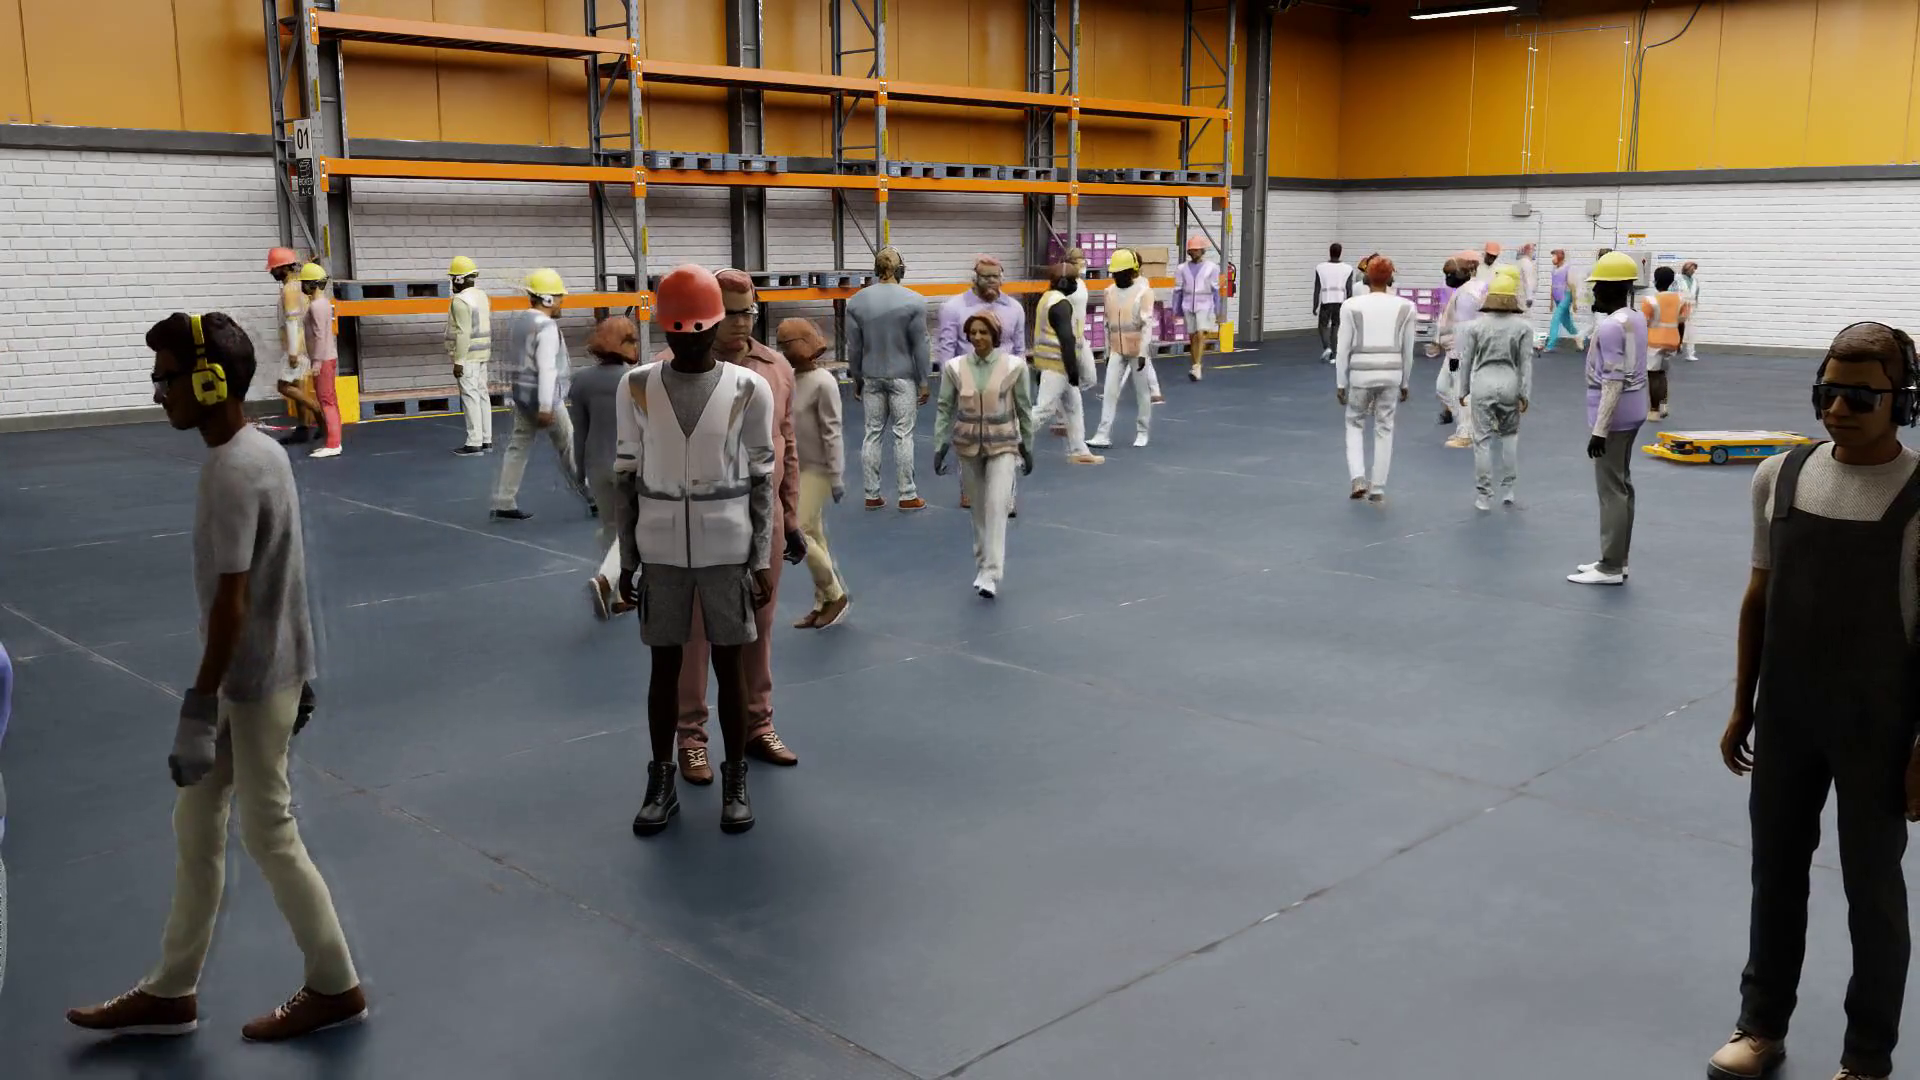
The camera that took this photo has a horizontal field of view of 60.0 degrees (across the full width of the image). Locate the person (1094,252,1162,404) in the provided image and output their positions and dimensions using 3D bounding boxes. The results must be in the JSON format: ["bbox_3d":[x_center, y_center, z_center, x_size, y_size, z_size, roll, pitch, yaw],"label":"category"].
[{"bbox_3d":[2.024,-2.509,19.821,0.955,1.818,0.558,-3,11,-14],"label":"person"}]

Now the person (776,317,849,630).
[{"bbox_3d":[-0.784,-0.324,8.497,0.402,1.612,0.508,-7,12,-33],"label":"person"}]

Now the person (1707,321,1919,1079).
[{"bbox_3d":[2.015,0.420,3.826,0.341,1.839,0.501,-7,12,-33],"label":"person"}]

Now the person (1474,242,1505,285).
[{"bbox_3d":[8.208,-3.681,25.992,0.689,1.916,1.096,3,11,18],"label":"person"}]

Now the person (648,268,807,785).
[{"bbox_3d":[-0.859,-0.056,6.234,0.638,1.902,0.407,-7,13,-35],"label":"person"}]

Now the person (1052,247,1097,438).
[{"bbox_3d":[1.104,-1.944,16.517,0.483,1.911,0.638,6,12,30],"label":"person"}]

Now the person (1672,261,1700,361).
[{"bbox_3d":[11.741,-3.732,27.070,0.519,1.608,0.762,-1,10,-8],"label":"person"}]

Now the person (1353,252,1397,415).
[{"bbox_3d":[4.731,-2.370,19.057,0.531,1.843,0.901,1,10,8],"label":"person"}]

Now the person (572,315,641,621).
[{"bbox_3d":[-1.825,-0.359,8.673,0.503,1.613,0.590,3,11,17],"label":"person"}]

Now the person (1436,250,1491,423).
[{"bbox_3d":[5.465,-2.209,18.085,0.561,1.871,0.979,9,14,41],"label":"person"}]

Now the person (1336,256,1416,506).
[{"bbox_3d":[3.106,-1.184,12.483,0.581,1.869,0.436,1,10,6],"label":"person"}]

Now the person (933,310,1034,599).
[{"bbox_3d":[0.113,-0.471,9.299,0.552,1.598,0.828,3,11,15],"label":"person"}]

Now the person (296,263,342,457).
[{"bbox_3d":[-5.870,-1.640,15.237,0.310,1.768,0.533,-3,11,-13],"label":"person"}]

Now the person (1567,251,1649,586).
[{"bbox_3d":[3.767,-0.696,9.649,0.385,1.928,0.589,7,12,33],"label":"person"}]

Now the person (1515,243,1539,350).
[{"bbox_3d":[9.913,-4.284,29.318,0.635,1.883,0.652,2,11,11],"label":"person"}]

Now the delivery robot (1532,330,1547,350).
[{"bbox_3d":[9.397,-3.370,27.719,0.477,0.478,0.707,-9,14,-40],"label":"delivery robot"}]

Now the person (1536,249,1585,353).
[{"bbox_3d":[10.454,-4.109,28.689,0.914,1.794,0.601,-1,10,-5],"label":"person"}]

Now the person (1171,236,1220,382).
[{"bbox_3d":[3.226,-3.185,23.002,0.642,2.001,1.001,4,11,23],"label":"person"}]

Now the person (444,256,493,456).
[{"bbox_3d":[-4.532,-1.690,15.325,0.404,1.830,0.602,1,10,6],"label":"person"}]

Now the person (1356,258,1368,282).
[{"bbox_3d":[7.159,-4.191,29.538,0.280,1.624,0.493,-2,11,-11],"label":"person"}]

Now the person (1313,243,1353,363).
[{"bbox_3d":[5.914,-3.751,26.378,0.614,1.899,0.457,1,10,5],"label":"person"}]

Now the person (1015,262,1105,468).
[{"bbox_3d":[0.784,-1.516,14.486,0.939,1.801,0.613,0,10,-2],"label":"person"}]

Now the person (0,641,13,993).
[{"bbox_3d":[-1.369,0.700,2.004,0.361,1.939,0.542,1,10,6],"label":"person"}]

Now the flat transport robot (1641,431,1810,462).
[{"bbox_3d":[6.999,-0.852,15.018,1.431,0.197,0.652,-1,10,-5],"label":"flat transport robot"}]

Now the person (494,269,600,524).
[{"bbox_3d":[-2.902,-1.015,11.779,0.941,1.777,0.611,-8,13,-38],"label":"person"}]

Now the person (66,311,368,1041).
[{"bbox_3d":[-1.877,0.375,4.056,0.753,1.835,0.566,-4,11,-23],"label":"person"}]

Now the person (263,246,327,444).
[{"bbox_3d":[-6.380,-1.860,16.023,0.512,1.916,0.566,-2,11,-11],"label":"person"}]

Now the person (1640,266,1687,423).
[{"bbox_3d":[7.550,-2.114,18.020,0.552,1.682,0.436,-2,11,-12],"label":"person"}]

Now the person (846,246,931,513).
[{"bbox_3d":[-0.510,-1.164,12.171,0.636,1.939,0.365,4,11,19],"label":"person"}]

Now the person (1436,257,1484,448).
[{"bbox_3d":[4.787,-1.784,15.879,0.436,1.812,0.653,2,11,10],"label":"person"}]

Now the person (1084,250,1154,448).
[{"bbox_3d":[1.549,-1.785,15.713,0.617,1.872,0.930,8,13,38],"label":"person"}]

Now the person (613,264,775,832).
[{"bbox_3d":[-0.894,0.043,5.616,0.542,1.929,0.373,0,10,-1],"label":"person"}]

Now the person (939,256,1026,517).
[{"bbox_3d":[0.172,-1.129,12.167,0.663,1.874,0.777,-1,10,-8],"label":"person"}]

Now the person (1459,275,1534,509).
[{"bbox_3d":[3.983,-1.100,12.412,0.499,1.722,0.597,2,11,9],"label":"person"}]

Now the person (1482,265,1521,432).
[{"bbox_3d":[5.442,-1.917,16.878,0.734,1.716,0.510,-7,13,-35],"label":"person"}]

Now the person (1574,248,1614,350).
[{"bbox_3d":[10.804,-4.052,28.255,0.644,1.819,0.625,9,14,41],"label":"person"}]
